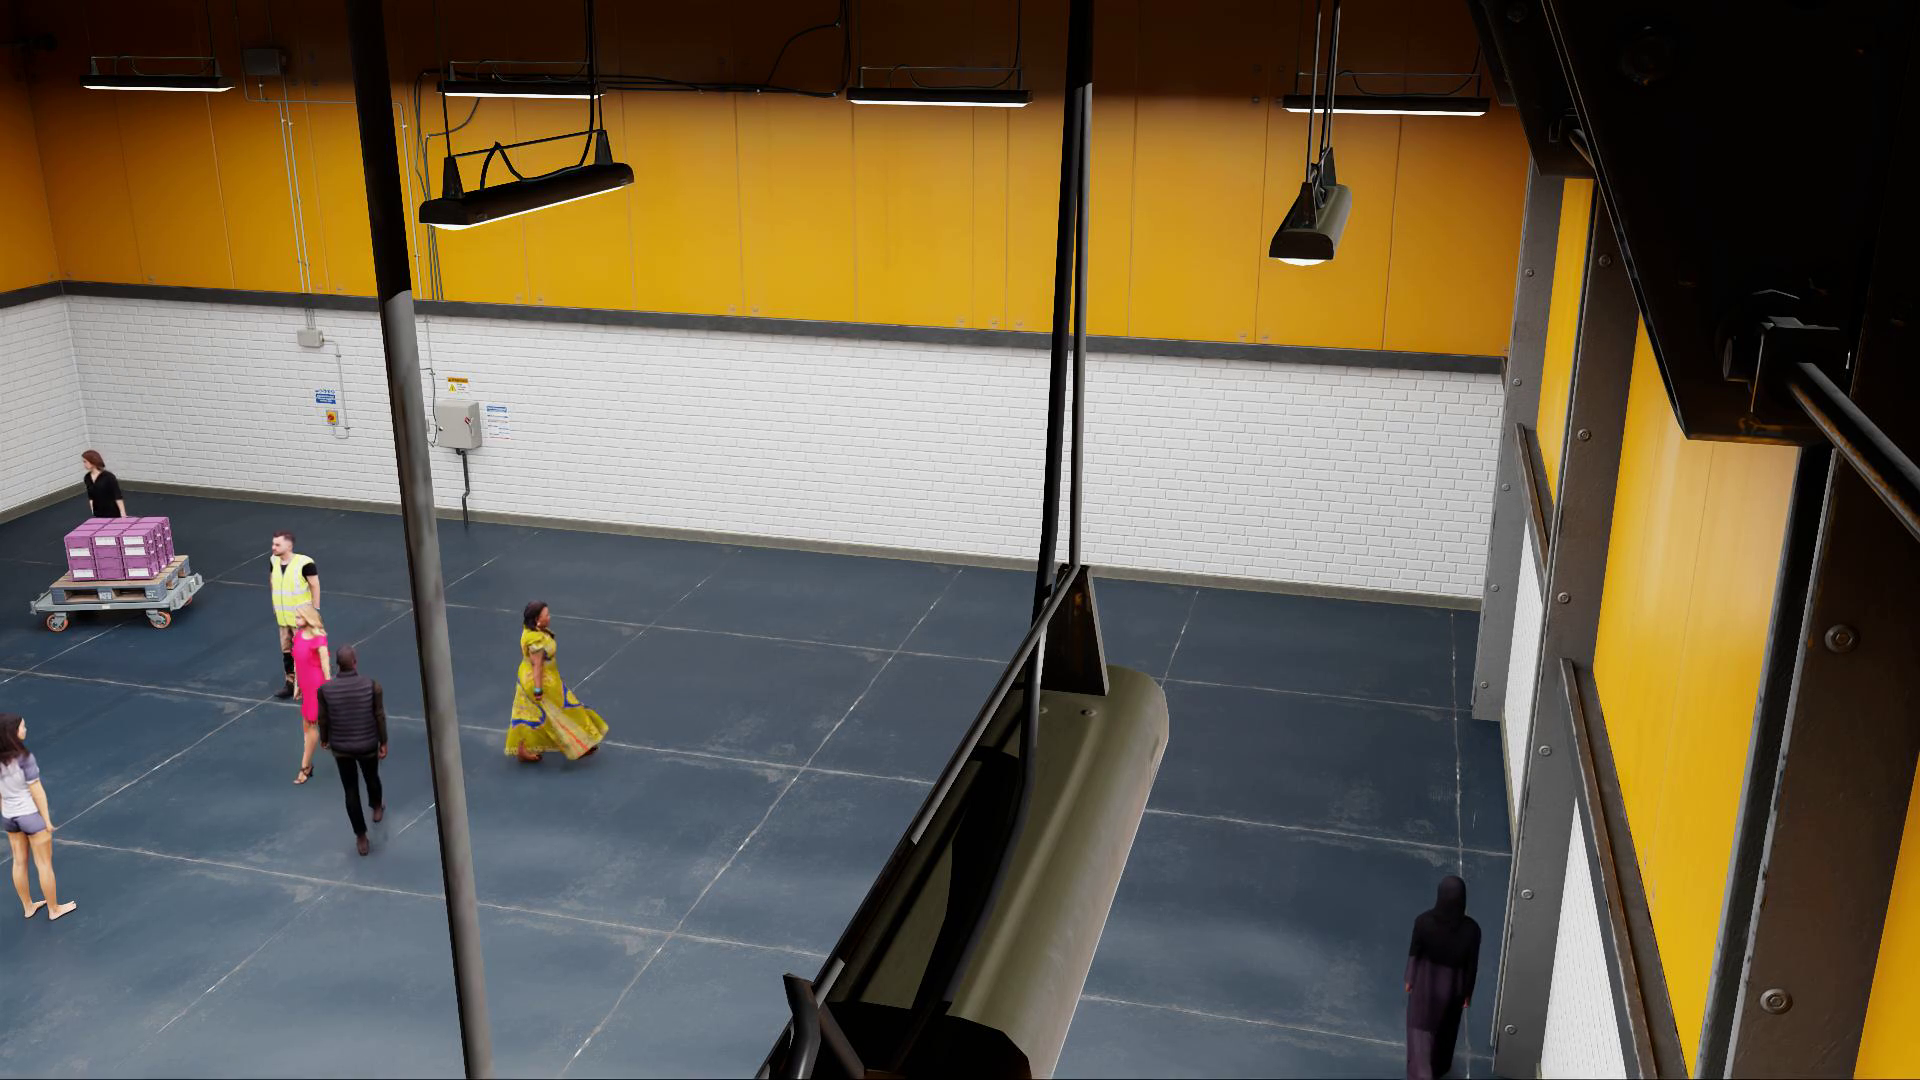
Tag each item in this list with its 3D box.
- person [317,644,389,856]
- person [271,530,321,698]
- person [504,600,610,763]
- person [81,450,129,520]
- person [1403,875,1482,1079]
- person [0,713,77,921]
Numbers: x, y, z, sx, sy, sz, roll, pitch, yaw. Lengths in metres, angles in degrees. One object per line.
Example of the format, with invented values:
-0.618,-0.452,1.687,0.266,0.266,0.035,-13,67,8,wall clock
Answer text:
-5.128,1.798,14.070,1.058,1.800,1.198,-6,20,-18,person
-6.838,0.751,17.108,0.674,1.845,0.683,5,19,14,person
-4.037,1.367,15.622,1.195,1.625,1.264,-6,20,-18,person
-10.437,-0.298,20.497,0.743,1.671,0.643,1,19,2,person
3.143,2.959,10.943,0.609,1.595,0.983,5,19,14,person
-7.351,2.170,13.070,0.582,1.732,0.506,4,19,13,person
